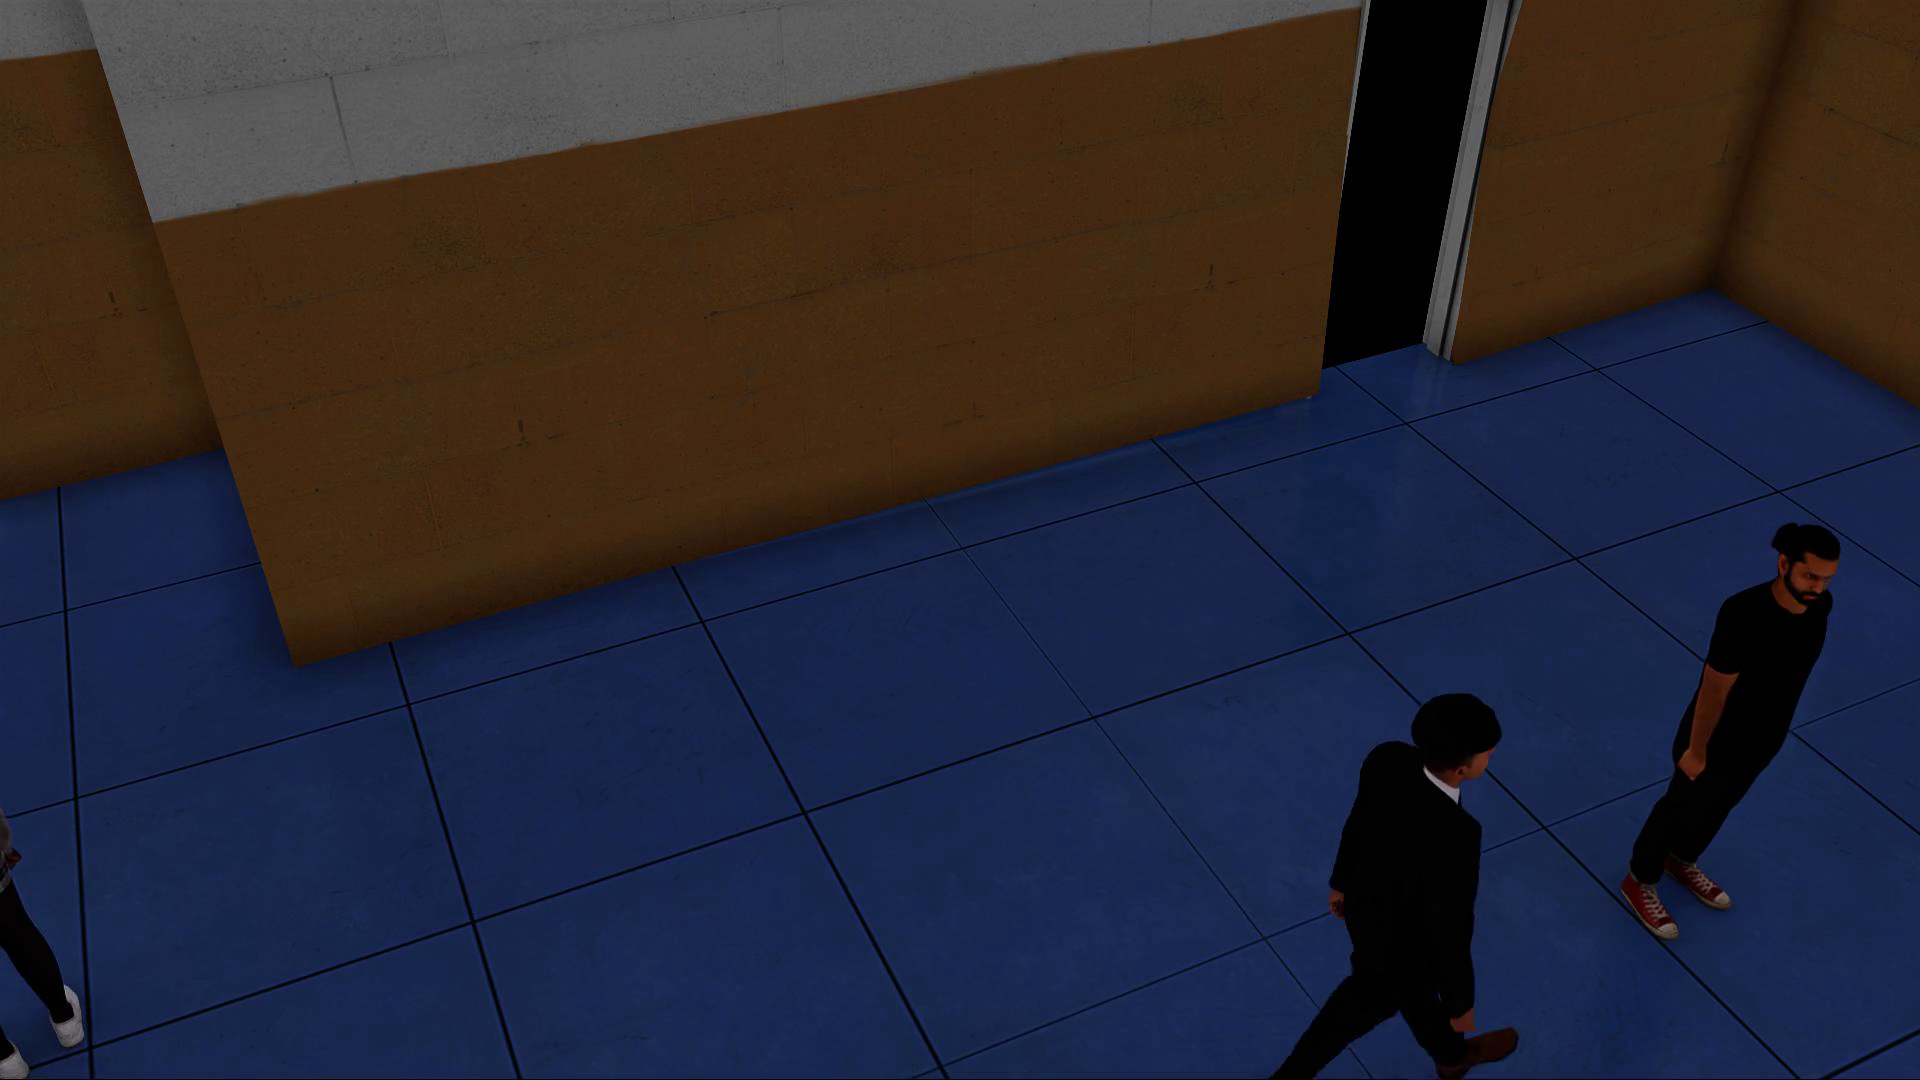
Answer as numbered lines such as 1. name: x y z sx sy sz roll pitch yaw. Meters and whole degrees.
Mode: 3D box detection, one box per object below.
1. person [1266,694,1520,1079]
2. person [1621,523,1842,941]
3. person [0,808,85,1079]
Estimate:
1. person: 1.218 1.212 5.056 1.012 1.834 1.191 -5 37 -7
2. person: 2.723 0.660 5.856 0.629 1.756 0.543 -19 41 -23
3. person: -3.254 1.068 5.299 0.649 1.772 0.685 30 46 34
